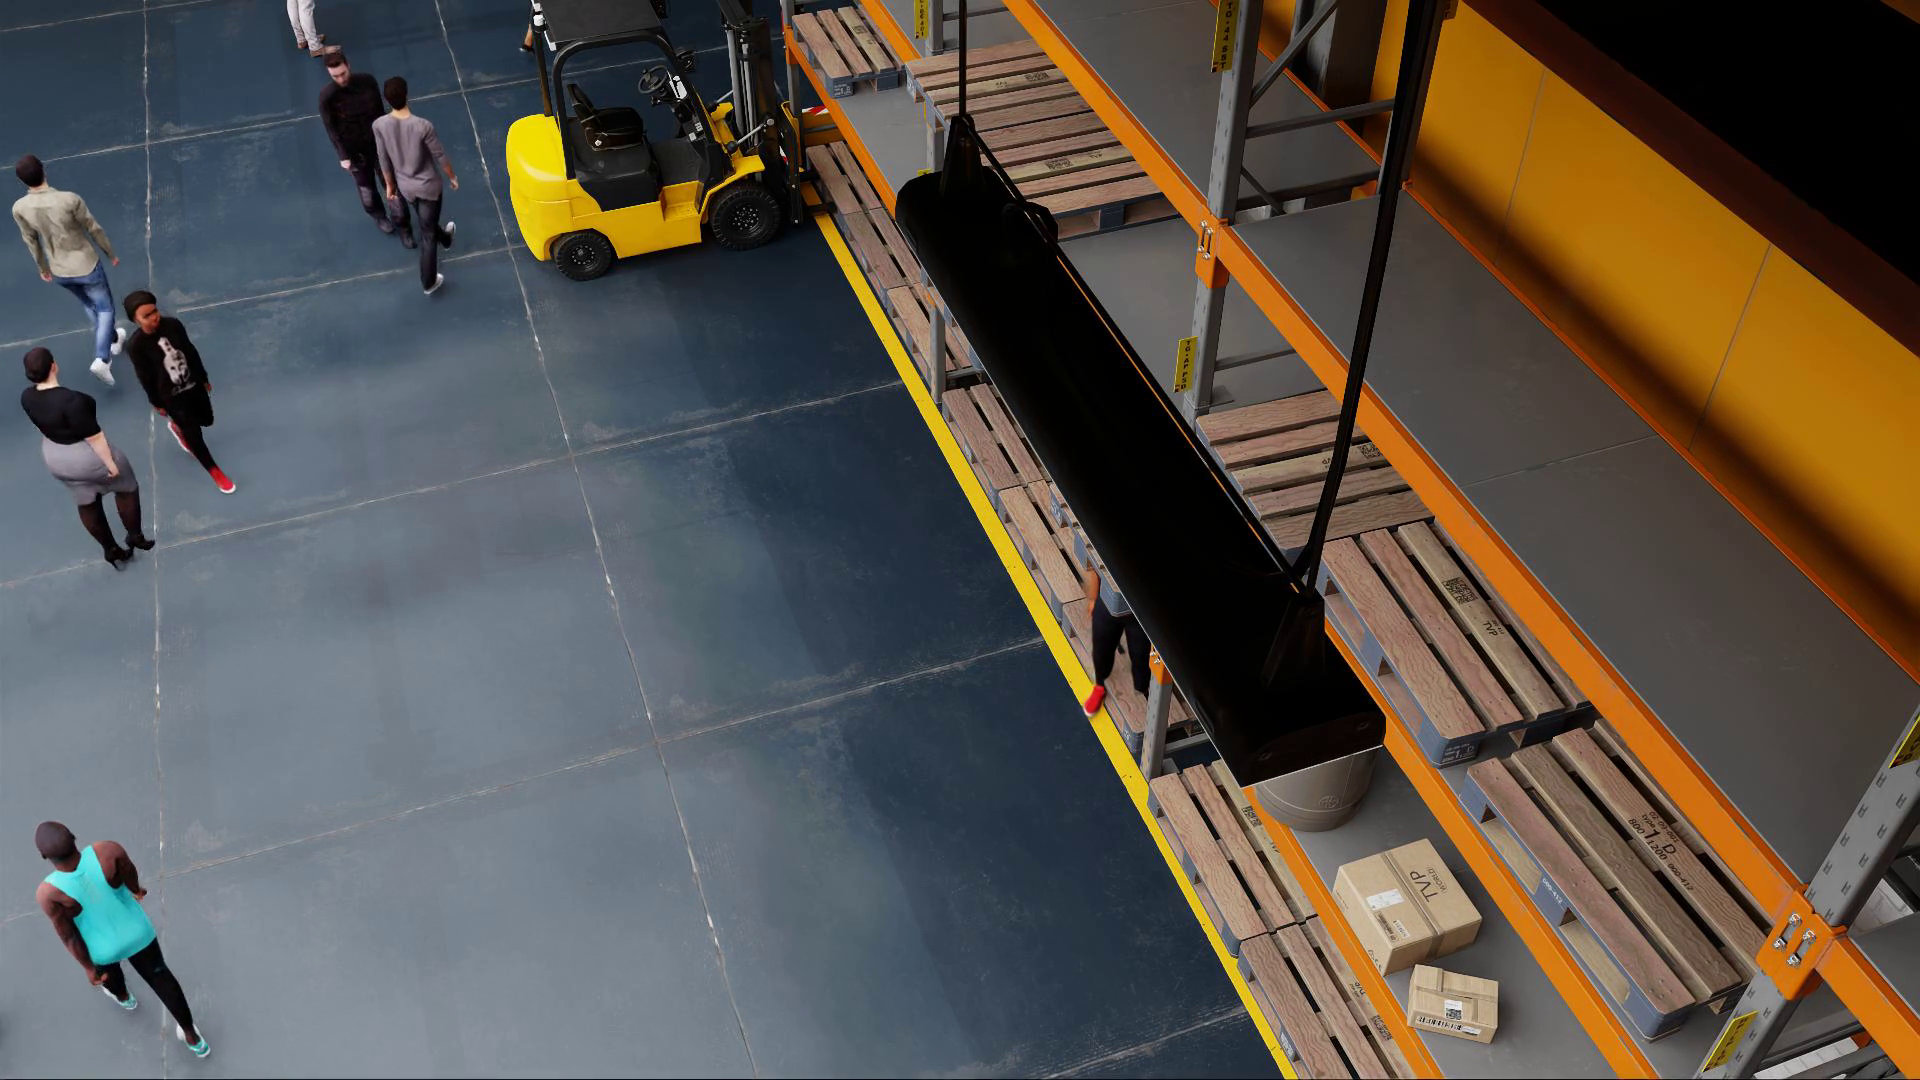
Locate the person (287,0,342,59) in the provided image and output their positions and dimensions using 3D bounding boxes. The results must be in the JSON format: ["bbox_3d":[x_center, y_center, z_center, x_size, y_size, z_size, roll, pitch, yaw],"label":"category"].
[{"bbox_3d":[-6.739,-5.830,16.766,0.800,1.892,0.636,-31,52,-28],"label":"person"}]

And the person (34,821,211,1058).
[{"bbox_3d":[-4.270,2.098,8.522,1.140,1.783,0.918,35,53,31],"label":"person"}]

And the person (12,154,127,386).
[{"bbox_3d":[-6.848,-2.053,12.838,0.866,1.842,1.147,-5,44,-5],"label":"person"}]

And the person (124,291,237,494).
[{"bbox_3d":[-5.654,-1.106,11.975,1.056,1.660,0.921,28,50,26],"label":"person"}]

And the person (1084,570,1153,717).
[{"bbox_3d":[1.039,0.420,10.261,0.771,1.815,0.822,15,46,16],"label":"person"}]

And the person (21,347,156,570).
[{"bbox_3d":[-5.989,-0.468,11.253,0.826,1.732,0.846,9,44,10],"label":"person"}]

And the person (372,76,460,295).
[{"bbox_3d":[-4.498,-2.877,13.732,1.060,1.801,1.271,6,44,6],"label":"person"}]

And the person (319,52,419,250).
[{"bbox_3d":[-5.092,-3.406,14.249,0.841,1.853,1.047,-30,51,-28],"label":"person"}]
